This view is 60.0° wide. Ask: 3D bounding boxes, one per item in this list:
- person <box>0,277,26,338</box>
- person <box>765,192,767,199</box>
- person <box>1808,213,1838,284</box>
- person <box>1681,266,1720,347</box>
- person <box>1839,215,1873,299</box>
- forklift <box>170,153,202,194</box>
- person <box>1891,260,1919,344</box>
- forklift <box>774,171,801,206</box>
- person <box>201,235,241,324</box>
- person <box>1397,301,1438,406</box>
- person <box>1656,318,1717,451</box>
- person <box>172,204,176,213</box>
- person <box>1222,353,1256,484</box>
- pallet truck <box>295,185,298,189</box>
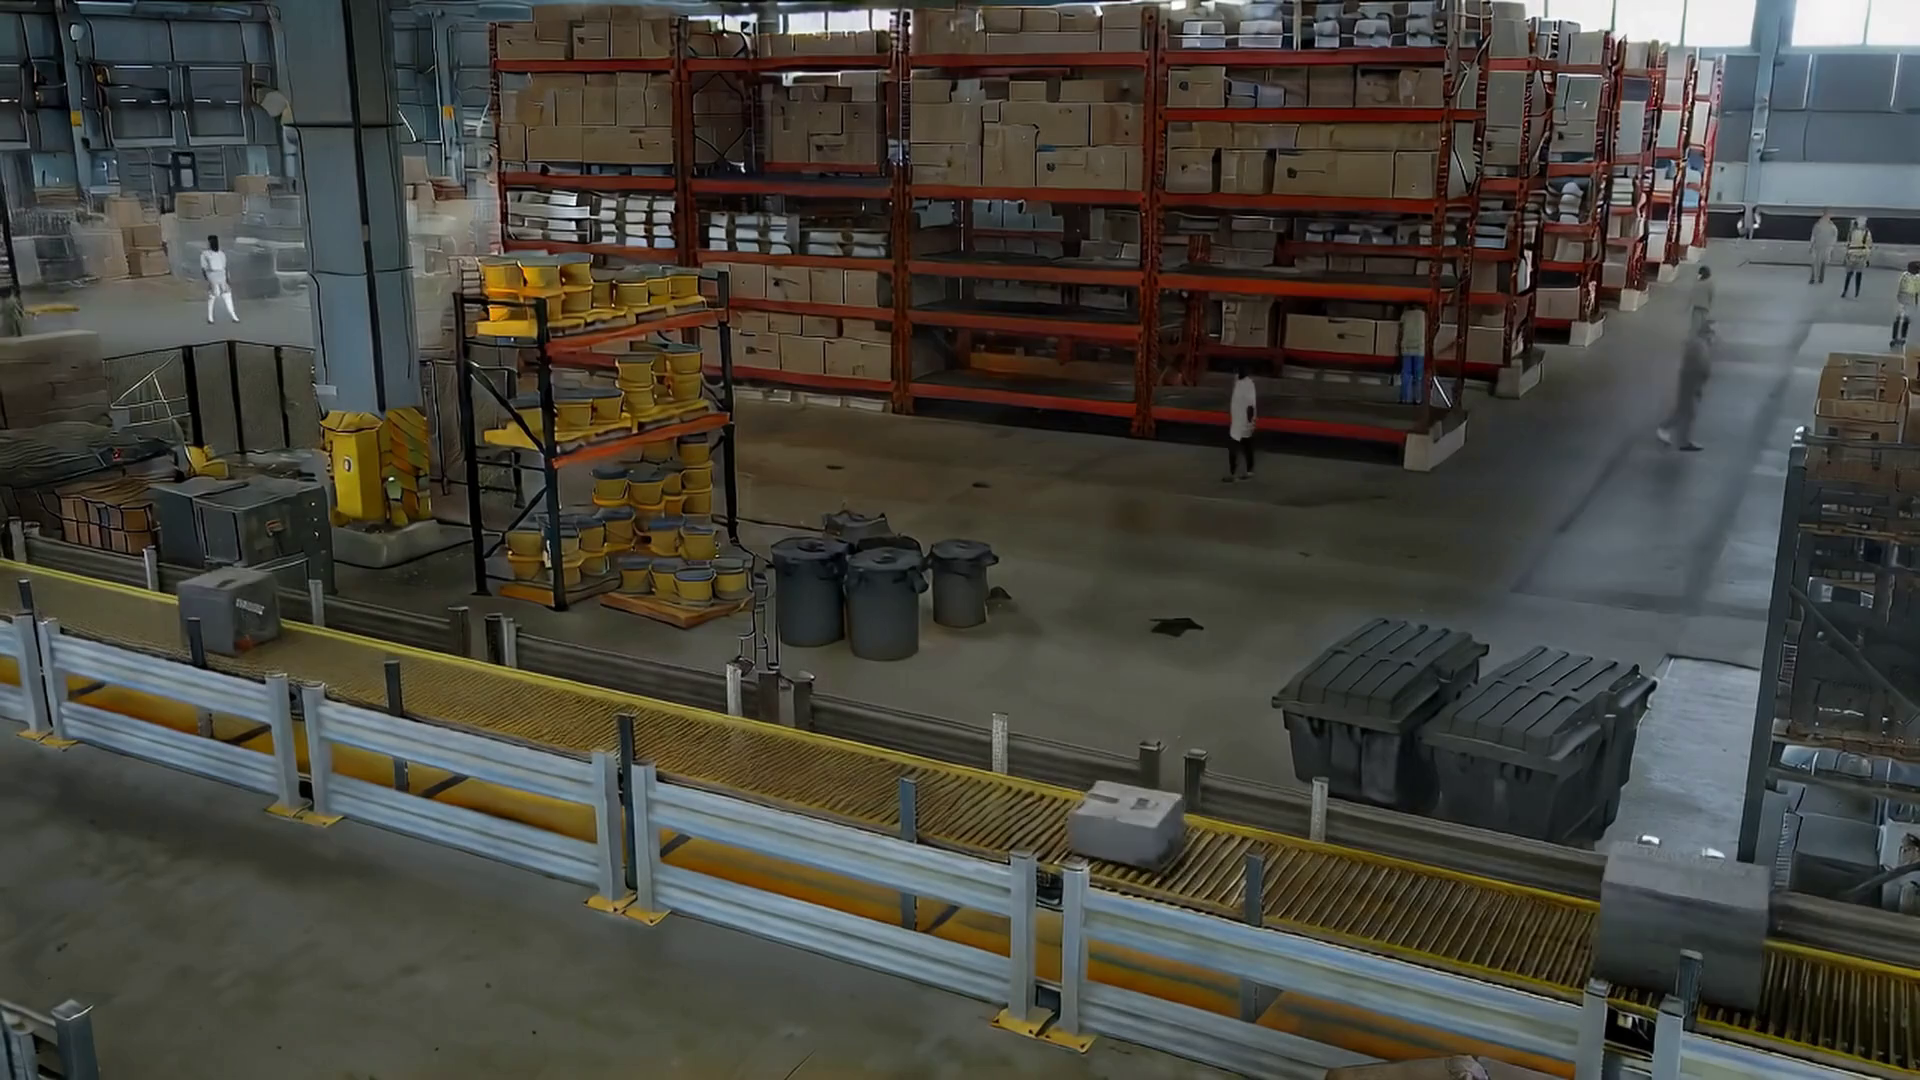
[{"bbox_3d":[-15.794,-3.449,27.896,0.599,1.925,0.561,-8,17,-27],"label":"person"},{"bbox_3d":[-8.047,-14.010,67.595,0.631,1.931,0.366,-6,16,-21],"label":"person"},{"bbox_3d":[22.867,-7.723,44.098,0.666,1.853,0.991,9,18,32],"label":"person"},{"bbox_3d":[14.727,-4.617,32.897,0.758,1.607,0.498,-5,16,-18],"label":"person"},{"bbox_3d":[21.930,-6.916,40.708,0.615,2.038,0.387,13,20,40],"label":"person"},{"bbox_3d":[-28.889,-13.072,62.240,1.873,2.768,1.129,8,17,28],"label":"forklift"},{"bbox_3d":[18.965,-4.766,33.301,0.322,1.691,0.531,-2,15,-8],"label":"person"},{"bbox_3d":[-5.539,-10.782,53.632,1.129,2.768,1.873,8,17,27],"label":"forklift"},{"bbox_3d":[-16.158,-5.656,36.217,0.969,1.918,0.614,11,19,37],"label":"person"},{"bbox_3d":[7.180,-2.926,26.118,0.636,1.829,0.429,13,20,40],"label":"person"},{"bbox_3d":[10.156,-2.164,23.164,0.532,1.880,0.659,5,16,20],"label":"person"},{"bbox_3d":[-24.536,-9.958,52.471,0.573,1.870,0.434,1,15,4],"label":"person"},{"bbox_3d":[3.528,-1.534,21.158,0.569,1.671,0.546,0,15,1],"label":"person"},{"bbox_3d":[-26.804,-14.617,69.738,1.885,1.965,0.823,-14,20,-42],"label":"pallet truck"}]
